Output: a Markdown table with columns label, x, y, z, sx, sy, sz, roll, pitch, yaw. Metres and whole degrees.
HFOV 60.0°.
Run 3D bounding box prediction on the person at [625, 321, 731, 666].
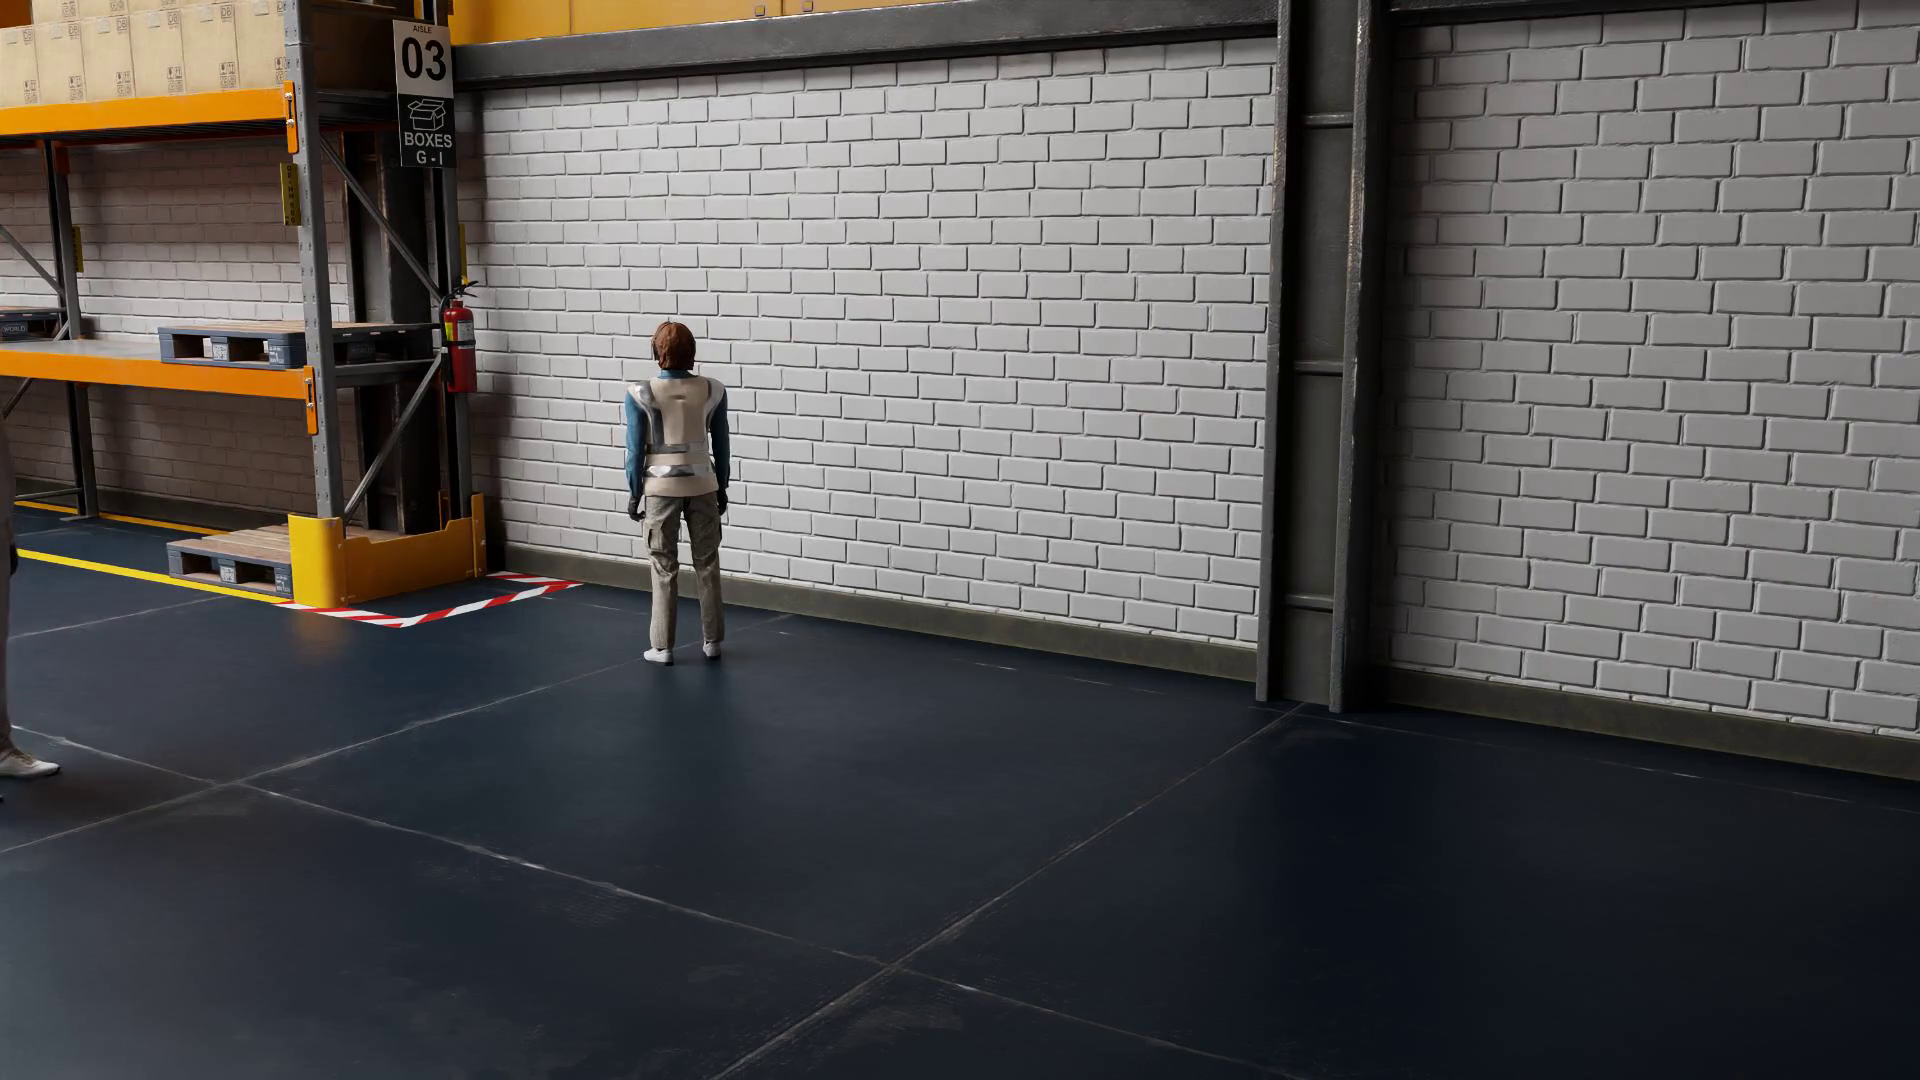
| label | x | y | z | sx | sy | sz | roll | pitch | yaw |
| --- | --- | --- | --- | --- | --- | --- | --- | --- | --- |
| person | -1.337 | -0.215 | 7.936 | 0.517 | 1.641 | 0.308 | -5 | 11 | -26 |

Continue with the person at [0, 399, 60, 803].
| label | x | y | z | sx | sy | sz | roll | pitch | yaw |
| --- | --- | --- | --- | --- | --- | --- | --- | --- | --- |
| person | -3.601 | 0.009 | 5.989 | 0.398 | 1.897 | 0.646 | 0 | 10 | -1 |
